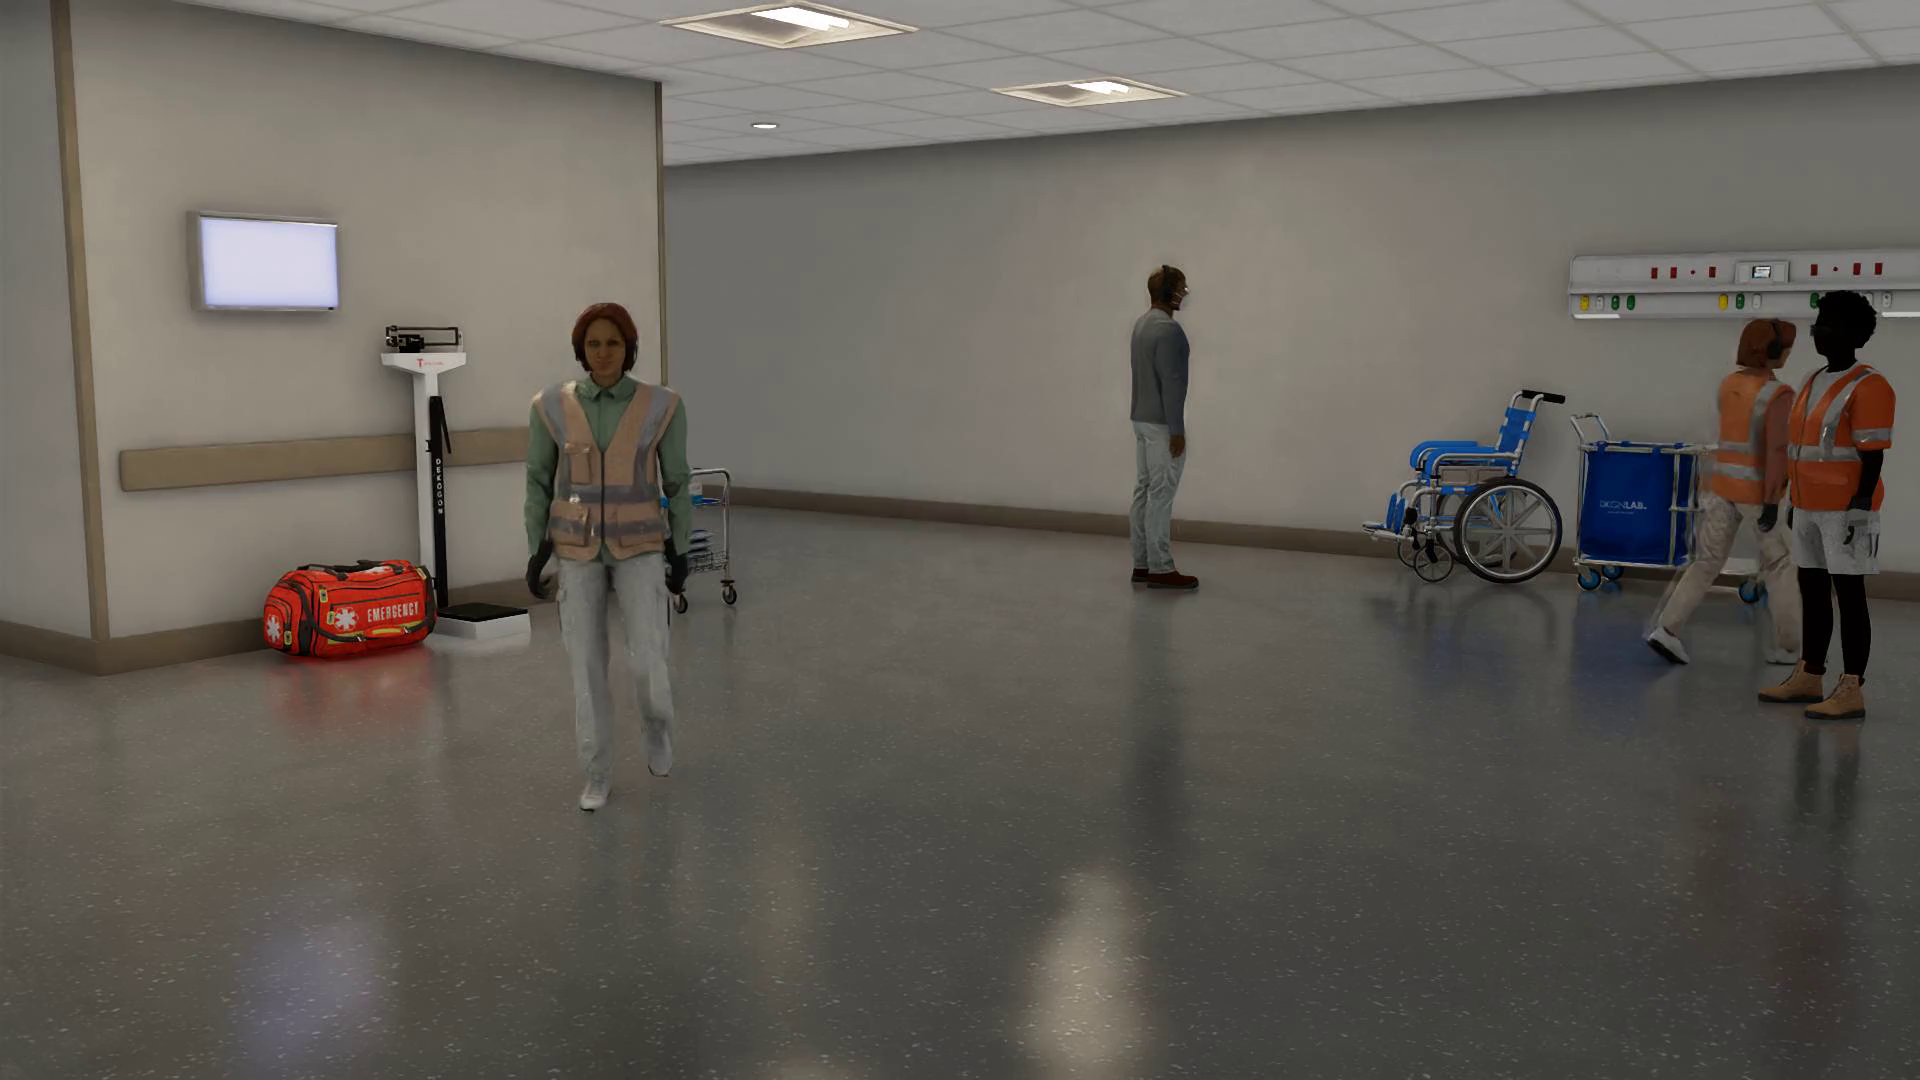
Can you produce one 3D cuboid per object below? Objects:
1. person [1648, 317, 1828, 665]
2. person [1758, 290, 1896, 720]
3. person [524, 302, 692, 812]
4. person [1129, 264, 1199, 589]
[{"bbox_3d":[3.557,-0.212,7.582,0.825,1.605,0.515,-2,7,-14],"label":"person"},{"bbox_3d":[3.478,-0.140,6.642,0.318,1.700,0.536,-1,7,-5],"label":"person"},{"bbox_3d":[-1.130,0.055,5.372,0.528,1.630,0.396,0,7,-3],"label":"person"},{"bbox_3d":[1.214,-0.677,10.005,0.372,1.940,0.630,-2,7,-12],"label":"person"}]
